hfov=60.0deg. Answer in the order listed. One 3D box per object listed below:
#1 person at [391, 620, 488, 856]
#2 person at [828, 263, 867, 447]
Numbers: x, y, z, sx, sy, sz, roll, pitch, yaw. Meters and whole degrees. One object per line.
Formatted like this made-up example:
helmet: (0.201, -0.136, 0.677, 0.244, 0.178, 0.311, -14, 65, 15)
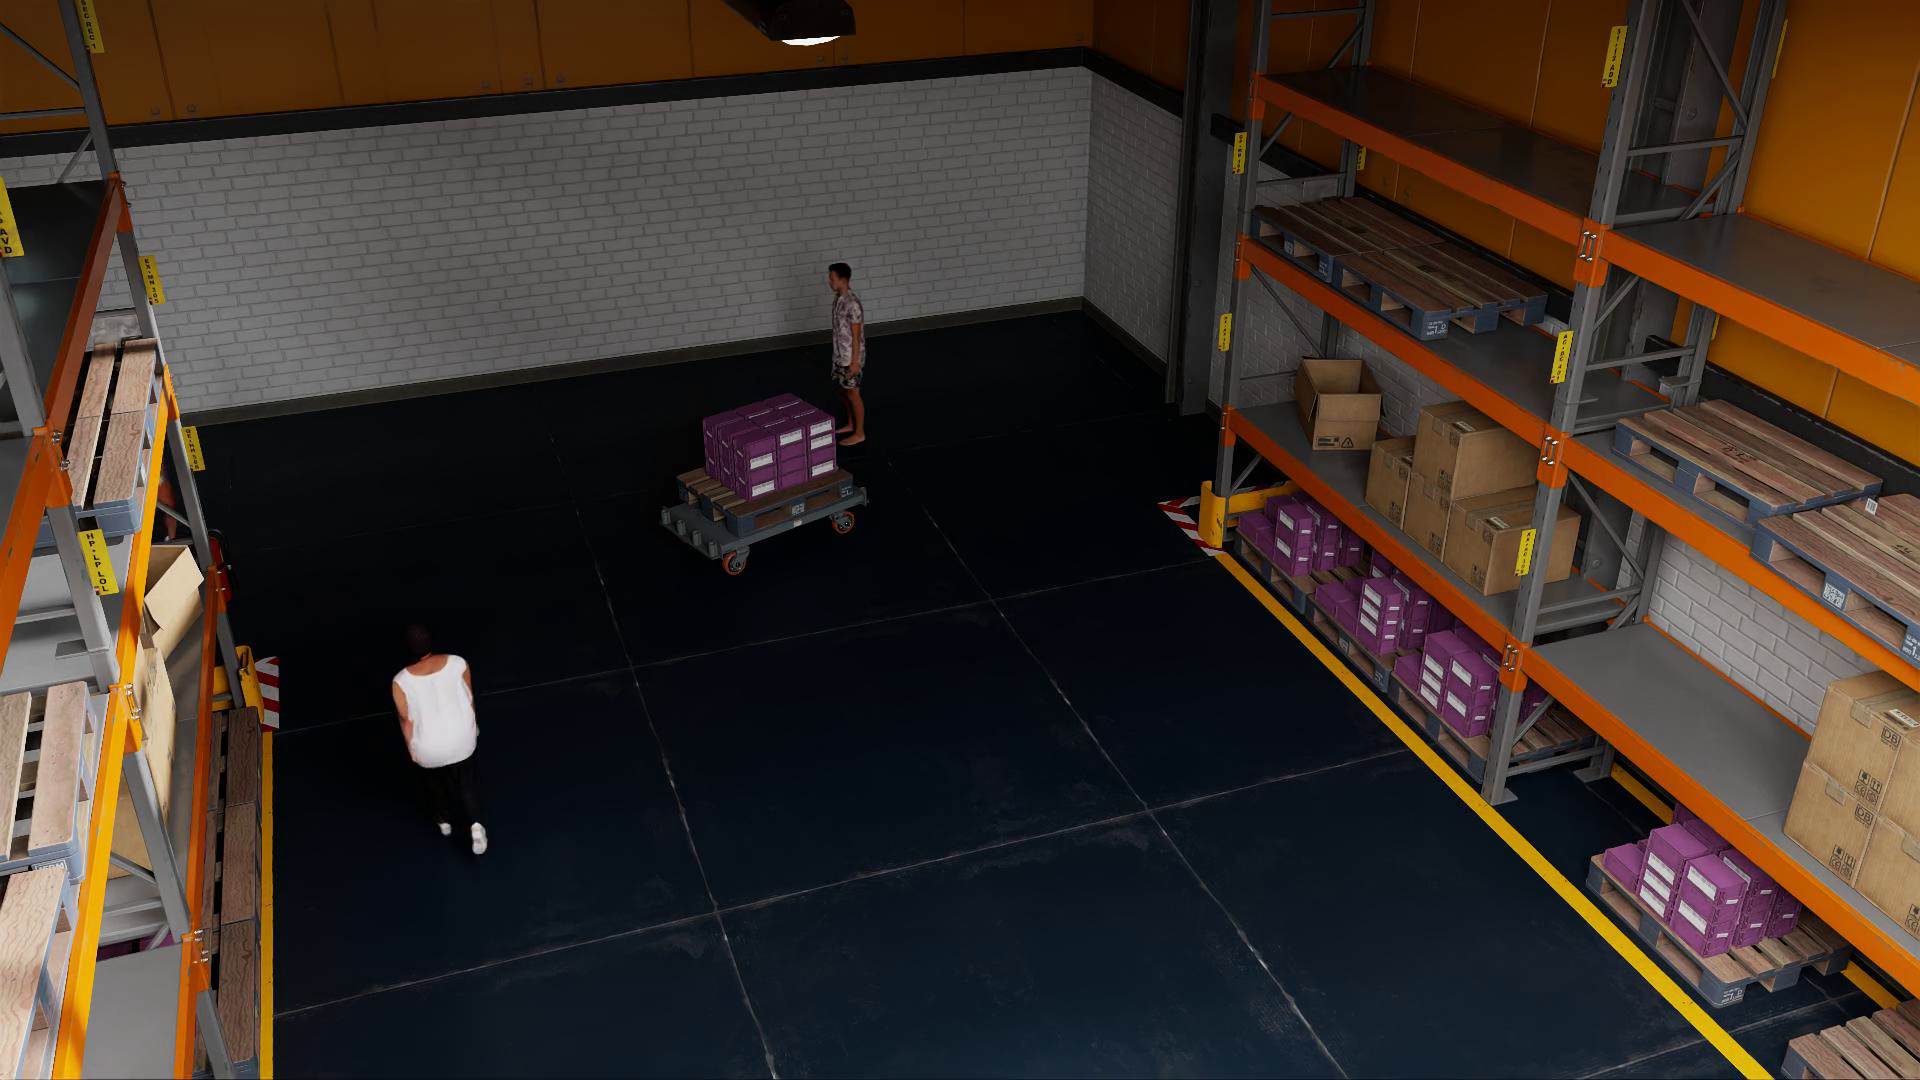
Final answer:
person: (-3.313, 1.279, 10.667, 0.681, 1.666, 0.959, -13, 31, -22)
person: (-1.075, -1.834, 16.224, 0.746, 1.811, 0.538, -13, 31, -22)
